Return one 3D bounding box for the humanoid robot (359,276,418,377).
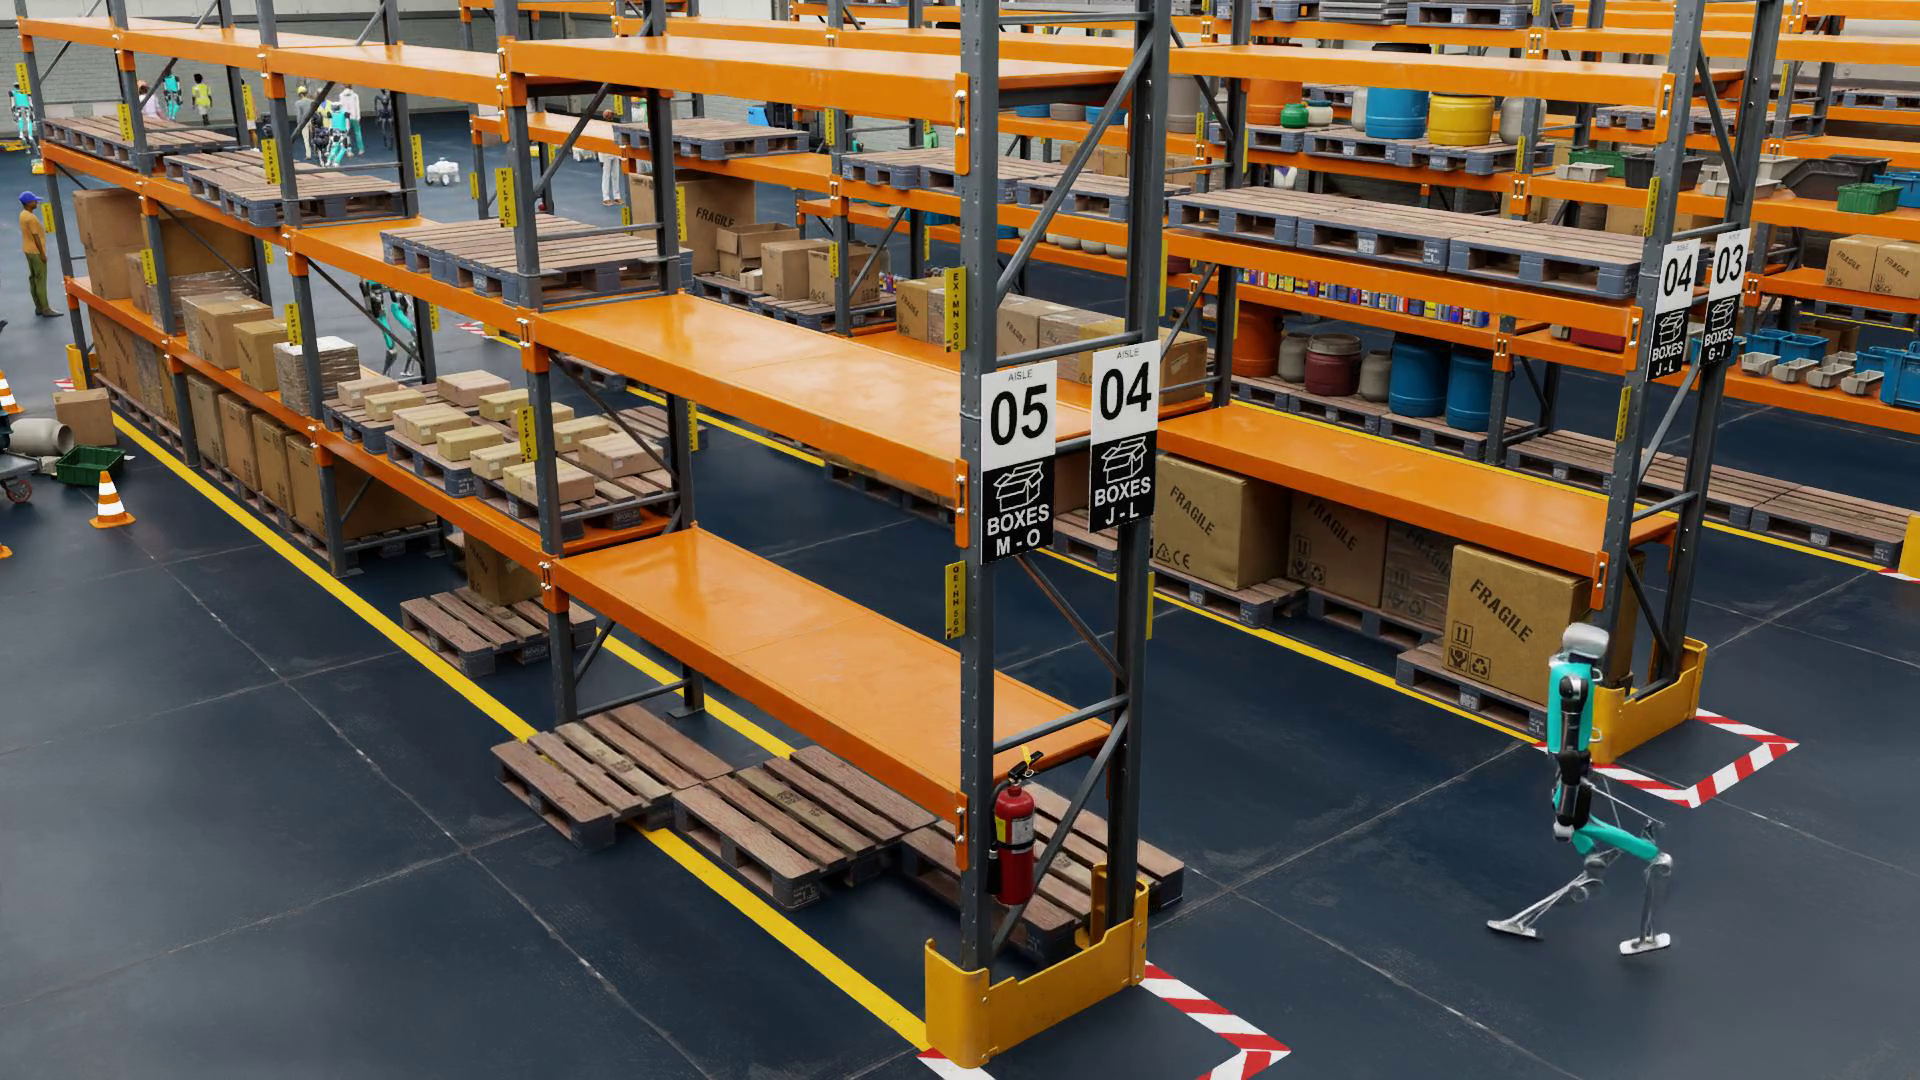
[{"bbox_3d":[-6.577,-2.655,19.333,0.808,1.794,0.541,18,26,41],"label":"humanoid robot"}]

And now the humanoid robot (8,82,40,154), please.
[{"bbox_3d":[-23.456,-10.509,41.639,0.531,1.807,0.674,-6,20,-15],"label":"humanoid robot"}]

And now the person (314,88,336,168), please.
[{"bbox_3d":[-14.724,-9.510,38.574,0.521,1.886,0.395,-13,23,-32],"label":"person"}]

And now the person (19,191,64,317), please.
[{"bbox_3d":[-12.746,-3.953,23.000,0.449,1.718,0.355,18,26,41],"label":"person"}]

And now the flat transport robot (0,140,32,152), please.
[{"bbox_3d":[-24.791,-10.153,42.831,1.431,0.231,0.659,2,19,6],"label":"flat transport robot"}]

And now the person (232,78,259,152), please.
[{"bbox_3d":[-18.098,-10.757,42.181,0.799,1.841,0.416,8,21,20],"label":"person"}]

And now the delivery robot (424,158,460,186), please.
[{"bbox_3d":[-11.351,-8.066,36.470,0.499,0.601,0.783,7,21,20],"label":"delivery robot"}]

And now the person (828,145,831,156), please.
[{"bbox_3d":[-2.438,-8.004,34.522,0.546,1.729,0.873,-9,21,-25],"label":"person"}]

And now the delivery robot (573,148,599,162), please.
[{"bbox_3d":[-9.184,-9.541,40.634,0.499,0.579,0.753,-12,23,-31],"label":"delivery robot"}]

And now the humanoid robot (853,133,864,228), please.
[{"bbox_3d":[-2.118,-6.428,30.189,0.740,1.897,0.553,-15,24,-36],"label":"humanoid robot"}]

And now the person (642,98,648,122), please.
[{"bbox_3d":[-7.362,-9.873,39.493,0.517,1.955,0.659,-13,23,-32],"label":"person"}]

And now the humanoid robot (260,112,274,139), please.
[{"bbox_3d":[-14.534,-8.245,35.282,0.489,1.640,0.609,-2,19,-5],"label":"humanoid robot"}]

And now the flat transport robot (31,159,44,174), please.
[{"bbox_3d":[-21.245,-8.713,38.734,0.659,0.231,1.431,-10,22,-26],"label":"flat transport robot"}]

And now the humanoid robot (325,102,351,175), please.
[{"bbox_3d":[-13.559,-8.548,36.079,0.531,1.797,0.789,4,20,12],"label":"humanoid robot"}]

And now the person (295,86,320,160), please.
[{"bbox_3d":[-15.984,-10.201,40.722,0.324,1.760,0.523,18,26,41],"label":"person"}]

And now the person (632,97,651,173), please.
[{"bbox_3d":[-7.179,-9.082,37.403,0.377,1.857,0.680,-13,23,-32],"label":"person"}]

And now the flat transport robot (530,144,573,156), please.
[{"bbox_3d":[-10.259,-9.836,41.929,0.659,0.231,1.431,11,22,28],"label":"flat transport robot"}]

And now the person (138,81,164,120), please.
[{"bbox_3d":[-19.294,-9.872,39.479,1.063,1.969,0.709,10,22,26],"label":"person"}]

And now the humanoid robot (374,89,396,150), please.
[{"bbox_3d":[-14.760,-10.905,42.858,0.590,1.647,0.334,-7,21,-20],"label":"humanoid robot"}]

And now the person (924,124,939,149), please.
[{"bbox_3d":[-0.598,-7.536,33.184,0.476,1.733,0.316,16,25,38],"label":"person"}]

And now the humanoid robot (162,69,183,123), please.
[{"bbox_3d":[-22.130,-12.182,46.554,0.548,1.899,0.731,3,20,10],"label":"humanoid robot"}]

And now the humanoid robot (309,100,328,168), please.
[{"bbox_3d":[-14.640,-9.183,37.932,0.362,1.646,0.585,2,19,5],"label":"humanoid robot"}]

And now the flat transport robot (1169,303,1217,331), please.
[{"bbox_3d":[3.520,-2.940,22.303,0.659,0.231,1.431,-13,23,-33],"label":"flat transport robot"}]

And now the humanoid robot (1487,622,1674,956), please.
[{"bbox_3d":[3.227,1.283,8.146,1.025,1.780,0.538,6,20,17],"label":"humanoid robot"}]

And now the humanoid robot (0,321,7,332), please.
[{"bbox_3d":[-12.760,-3.436,21.583,0.589,1.641,0.358,16,25,38],"label":"humanoid robot"}]

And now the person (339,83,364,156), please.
[{"bbox_3d":[-15.237,-10.552,41.578,0.487,1.870,0.993,-3,20,-8],"label":"person"}]

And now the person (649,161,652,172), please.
[{"bbox_3d":[-5.061,-5.987,28.430,0.375,1.958,0.603,5,20,14],"label":"person"}]

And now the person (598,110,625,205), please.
[{"bbox_3d":[-7.005,-7.657,33.314,0.352,1.878,0.564,15,25,37],"label":"person"}]

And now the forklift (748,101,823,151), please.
[{"bbox_3d":[-4.526,-11.368,42.374,1.129,2.768,1.873,-15,24,-37],"label":"forklift"}]

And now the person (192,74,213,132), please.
[{"bbox_3d":[-21.160,-12.139,46.357,0.846,1.657,0.543,13,23,33],"label":"person"}]

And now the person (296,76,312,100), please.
[{"bbox_3d":[-19.133,-12.986,48.495,0.506,1.859,0.457,15,24,37],"label":"person"}]

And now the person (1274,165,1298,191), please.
[{"bbox_3d":[5.305,-5.532,27.400,0.588,1.798,0.807,-4,20,-11],"label":"person"}]
